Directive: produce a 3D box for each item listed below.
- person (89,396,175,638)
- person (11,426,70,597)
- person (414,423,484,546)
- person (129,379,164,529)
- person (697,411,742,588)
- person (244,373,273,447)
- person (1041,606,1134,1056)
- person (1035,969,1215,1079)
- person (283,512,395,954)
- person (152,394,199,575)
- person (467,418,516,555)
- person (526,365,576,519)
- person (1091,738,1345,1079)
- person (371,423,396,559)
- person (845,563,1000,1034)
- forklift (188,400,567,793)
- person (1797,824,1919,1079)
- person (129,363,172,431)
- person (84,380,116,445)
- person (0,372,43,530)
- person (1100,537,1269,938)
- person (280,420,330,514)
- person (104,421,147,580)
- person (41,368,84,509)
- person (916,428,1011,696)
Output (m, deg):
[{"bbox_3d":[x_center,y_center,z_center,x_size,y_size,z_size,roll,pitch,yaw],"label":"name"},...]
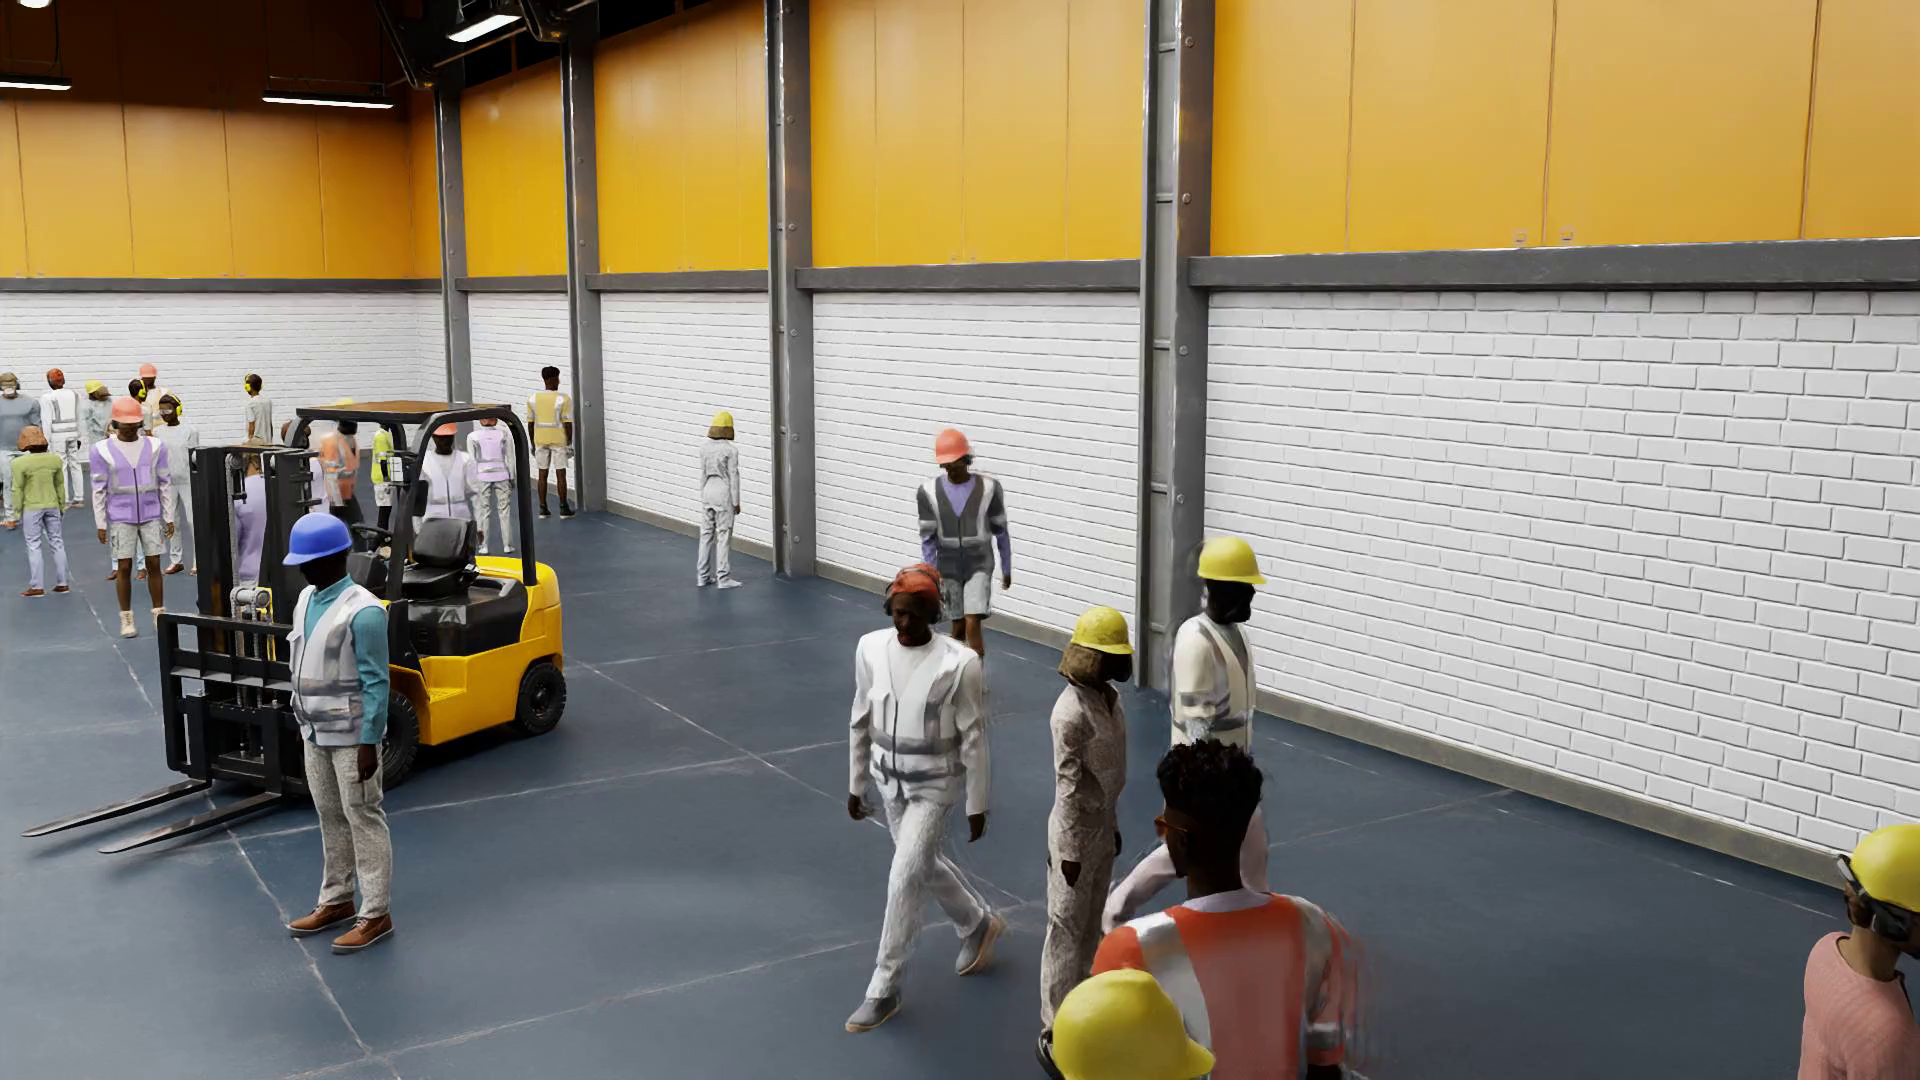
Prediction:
[{"bbox_3d":[-6.913,-0.188,13.930,0.611,2.030,0.410,-7,11,-38],"label":"person"},{"bbox_3d":[-8.766,-0.274,15.848,0.266,1.628,0.501,5,10,30],"label":"person"},{"bbox_3d":[-4.378,-0.161,14.193,0.557,1.899,0.971,-5,10,-28],"label":"person"},{"bbox_3d":[-9.897,-1.015,20.082,0.524,1.857,0.345,3,9,22],"label":"person"},{"bbox_3d":[-2.352,-0.399,16.347,0.497,1.731,0.378,6,10,35],"label":"person"},{"bbox_3d":[-8.933,-1.185,21.184,0.309,1.865,0.534,2,9,12],"label":"person"},{"bbox_3d":[0.496,1.101,6.192,0.314,1.741,0.487,4,9,25],"label":"person"},{"bbox_3d":[0.264,1.584,2.839,0.304,1.772,0.525,2,9,15],"label":"person"},{"bbox_3d":[-2.739,0.834,7.319,0.604,1.941,0.400,7,11,38],"label":"person"},{"bbox_3d":[-7.989,-0.560,17.001,0.510,1.861,0.324,1,8,4],"label":"person"},{"bbox_3d":[-5.153,-0.647,18.323,0.511,1.638,0.307,-2,9,-16],"label":"person"},{"bbox_3d":[-5.226,-1.247,21.265,0.608,1.963,0.369,1,9,9],"label":"person"},{"bbox_3d":[0.492,1.375,3.746,0.620,1.907,1.024,-5,10,-31],"label":"person"},{"bbox_3d":[-6.235,-0.645,18.099,0.320,1.698,0.531,-2,9,-14],"label":"person"},{"bbox_3d":[-0.130,0.979,6.734,0.602,1.845,0.904,6,10,35],"label":"person"},{"bbox_3d":[-3.529,0.258,10.348,1.214,2.155,2.313,4,9,25],"label":"forklift"},{"bbox_3d":[1.994,1.468,3.676,0.342,1.756,0.532,2,9,14],"label":"person"},{"bbox_3d":[-11.171,-1.486,23.013,0.554,1.915,0.612,-3,9,-21],"label":"person"},{"bbox_3d":[-11.719,-1.362,22.946,0.375,1.696,0.579,7,11,39],"label":"person"},{"bbox_3d":[-11.512,-1.077,20.259,0.636,1.928,0.387,-5,10,-30],"label":"person"},{"bbox_3d":[1.012,0.914,6.969,0.936,1.898,0.591,5,10,33],"label":"person"},{"bbox_3d":[-5.455,-0.078,13.799,0.627,1.844,0.429,4,9,24],"label":"person"},{"bbox_3d":[-8.388,-0.406,16.702,0.501,1.632,0.280,0,8,0],"label":"person"},{"bbox_3d":[-11.994,-1.350,22.218,0.355,1.887,0.573,3,9,21],"label":"person"},{"bbox_3d":[0.035,0.192,11.570,0.621,1.985,0.881,1,9,8],"label":"person"}]
